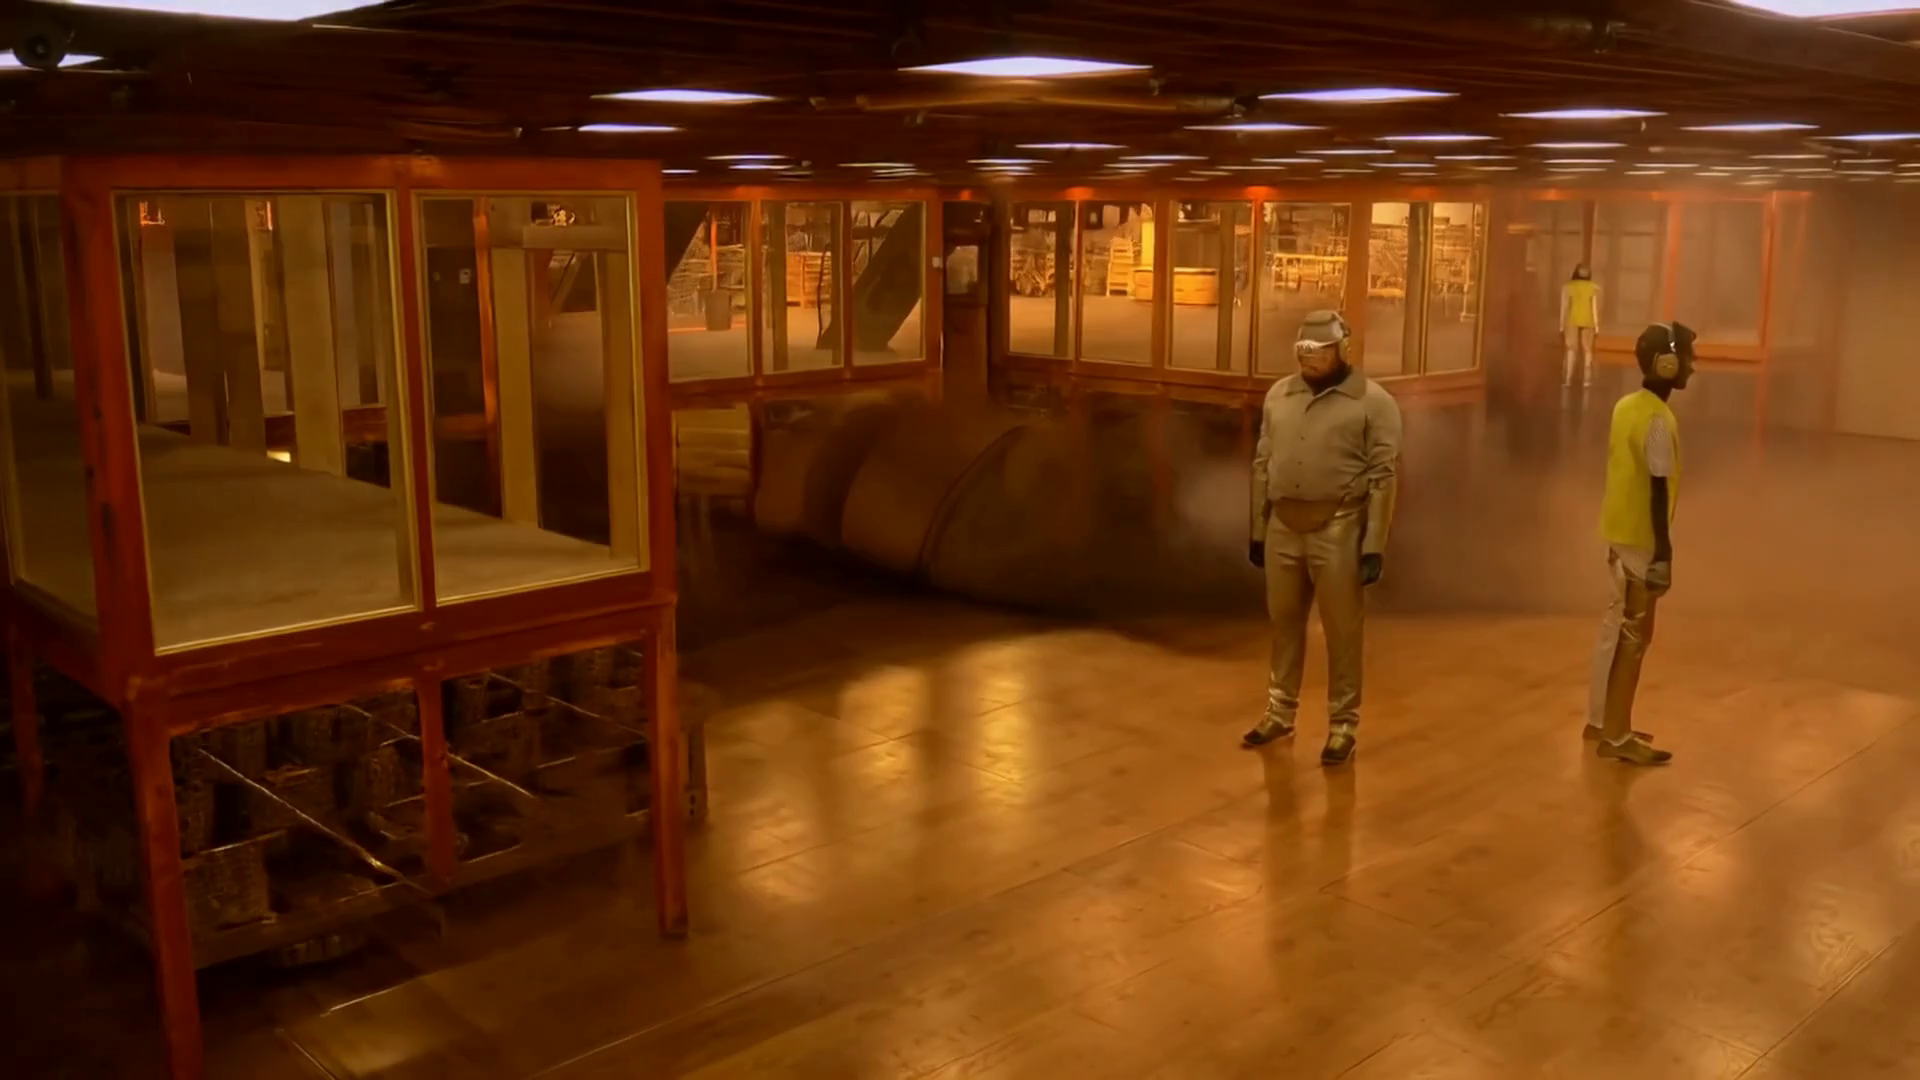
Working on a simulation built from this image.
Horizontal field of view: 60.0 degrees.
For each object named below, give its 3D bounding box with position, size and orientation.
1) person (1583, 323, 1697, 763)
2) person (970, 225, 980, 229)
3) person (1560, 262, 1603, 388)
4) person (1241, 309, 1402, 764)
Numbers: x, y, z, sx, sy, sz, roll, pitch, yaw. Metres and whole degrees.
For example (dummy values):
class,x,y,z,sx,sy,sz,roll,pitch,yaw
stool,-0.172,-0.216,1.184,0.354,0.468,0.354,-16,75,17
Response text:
class,x,y,z,sx,sy,sz,roll,pitch,yaw
person,2.880,0.017,7.025,0.329,1.861,0.504,0,11,0
person,0.303,-6.141,37.624,0.627,1.949,0.699,0,11,2
person,8.089,-2.801,21.683,0.507,1.632,0.278,4,12,18
person,1.504,-0.018,7.058,0.651,1.907,0.409,9,14,38
